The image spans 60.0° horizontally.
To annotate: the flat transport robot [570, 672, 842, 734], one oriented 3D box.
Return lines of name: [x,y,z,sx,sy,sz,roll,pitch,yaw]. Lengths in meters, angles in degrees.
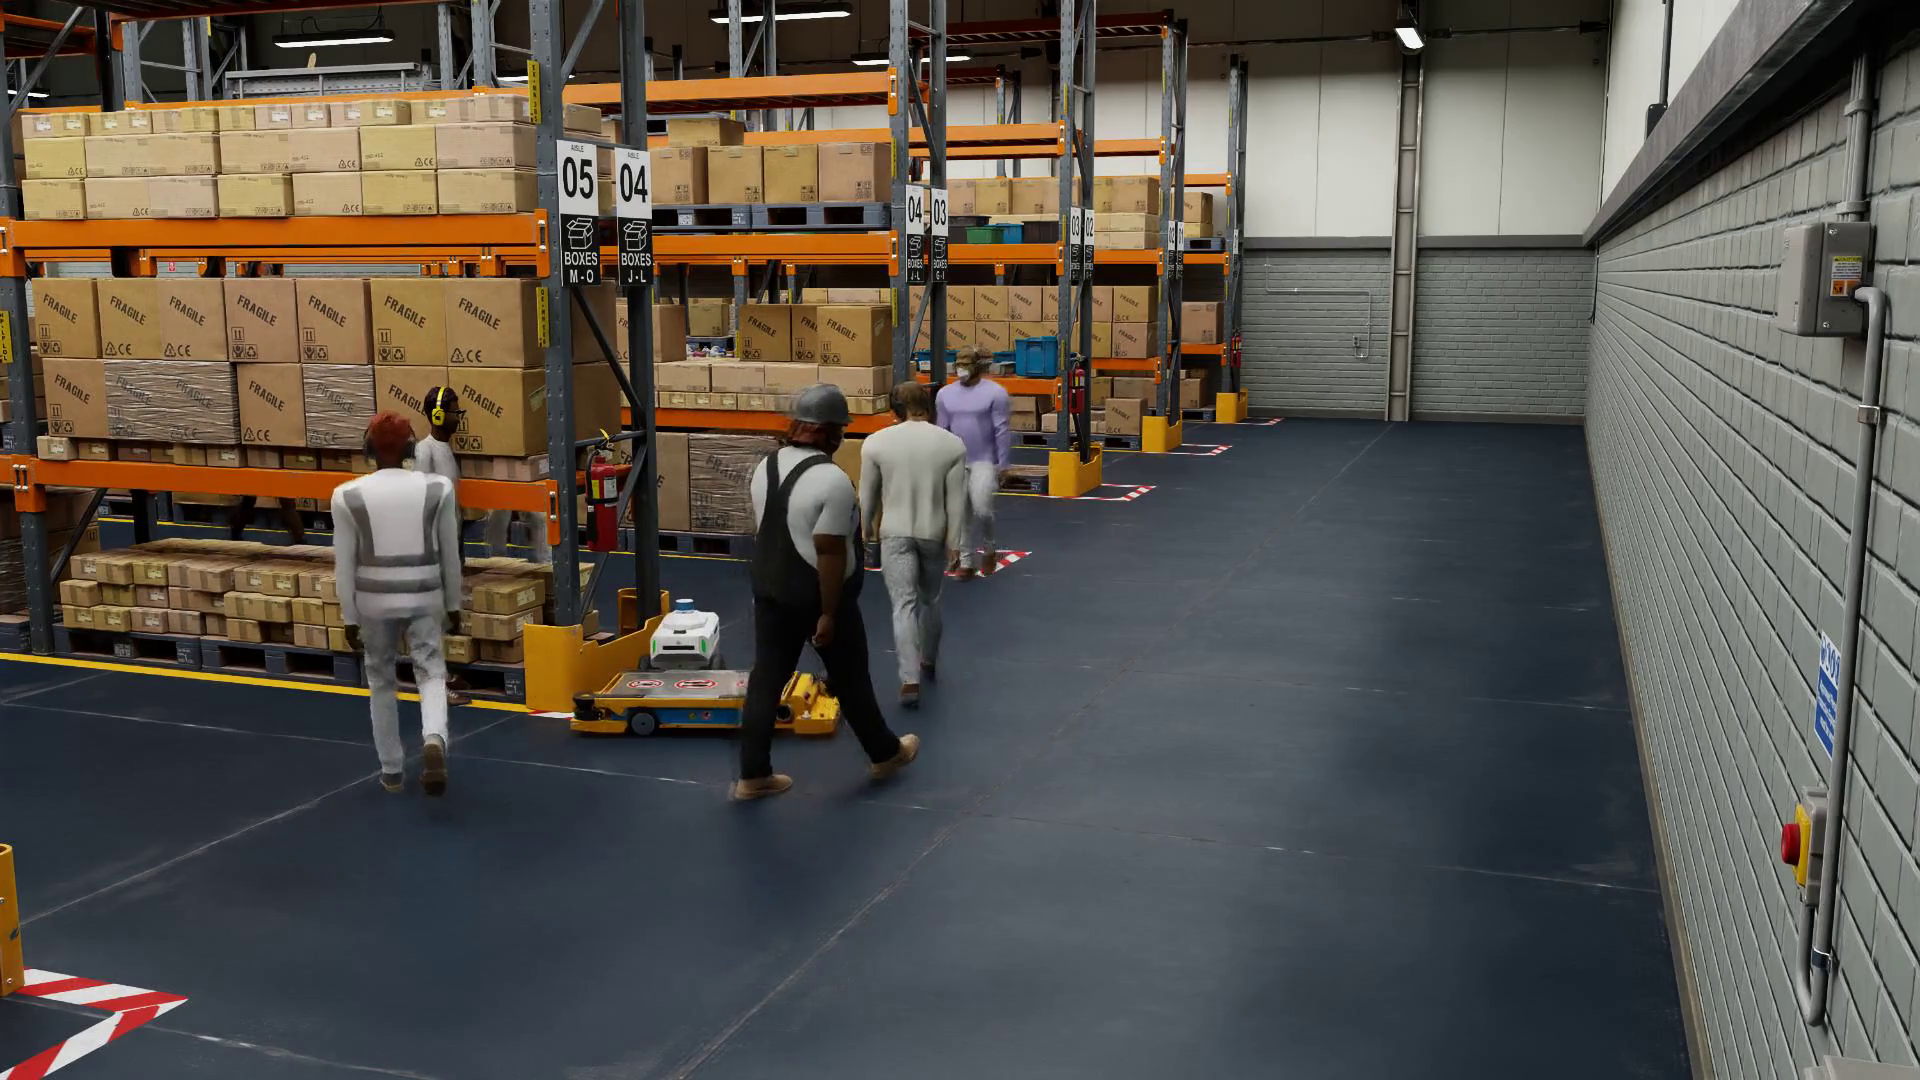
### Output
flat transport robot: [-1.384,0.892,9.257,1.431,0.197,0.652,0,9,1]

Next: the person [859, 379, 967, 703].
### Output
person: [-0.274,-0.006,9.875,0.628,1.886,0.976,-2,9,-13]

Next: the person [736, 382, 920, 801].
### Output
person: [-0.670,0.207,8.028,0.694,2.000,1.003,8,12,42]

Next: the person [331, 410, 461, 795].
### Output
person: [-2.633,0.325,7.859,0.575,1.869,0.711,-4,10,-24]

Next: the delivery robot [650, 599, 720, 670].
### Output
delivery robot: [-1.637,0.596,9.934,0.477,0.478,0.707,0,9,-2]

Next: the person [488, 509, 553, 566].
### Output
person: [-3.422,-0.468,12.975,0.834,1.805,0.645,7,11,36]

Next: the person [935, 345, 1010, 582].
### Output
person: [0.081,-0.608,13.474,0.649,1.924,0.436,4,10,22]

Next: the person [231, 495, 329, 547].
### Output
person: [-5.957,-0.723,14.327,0.966,1.881,0.560,4,10,22]

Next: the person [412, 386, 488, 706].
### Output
person: [-2.988,0.037,9.665,0.333,1.860,0.510,0,9,2]
